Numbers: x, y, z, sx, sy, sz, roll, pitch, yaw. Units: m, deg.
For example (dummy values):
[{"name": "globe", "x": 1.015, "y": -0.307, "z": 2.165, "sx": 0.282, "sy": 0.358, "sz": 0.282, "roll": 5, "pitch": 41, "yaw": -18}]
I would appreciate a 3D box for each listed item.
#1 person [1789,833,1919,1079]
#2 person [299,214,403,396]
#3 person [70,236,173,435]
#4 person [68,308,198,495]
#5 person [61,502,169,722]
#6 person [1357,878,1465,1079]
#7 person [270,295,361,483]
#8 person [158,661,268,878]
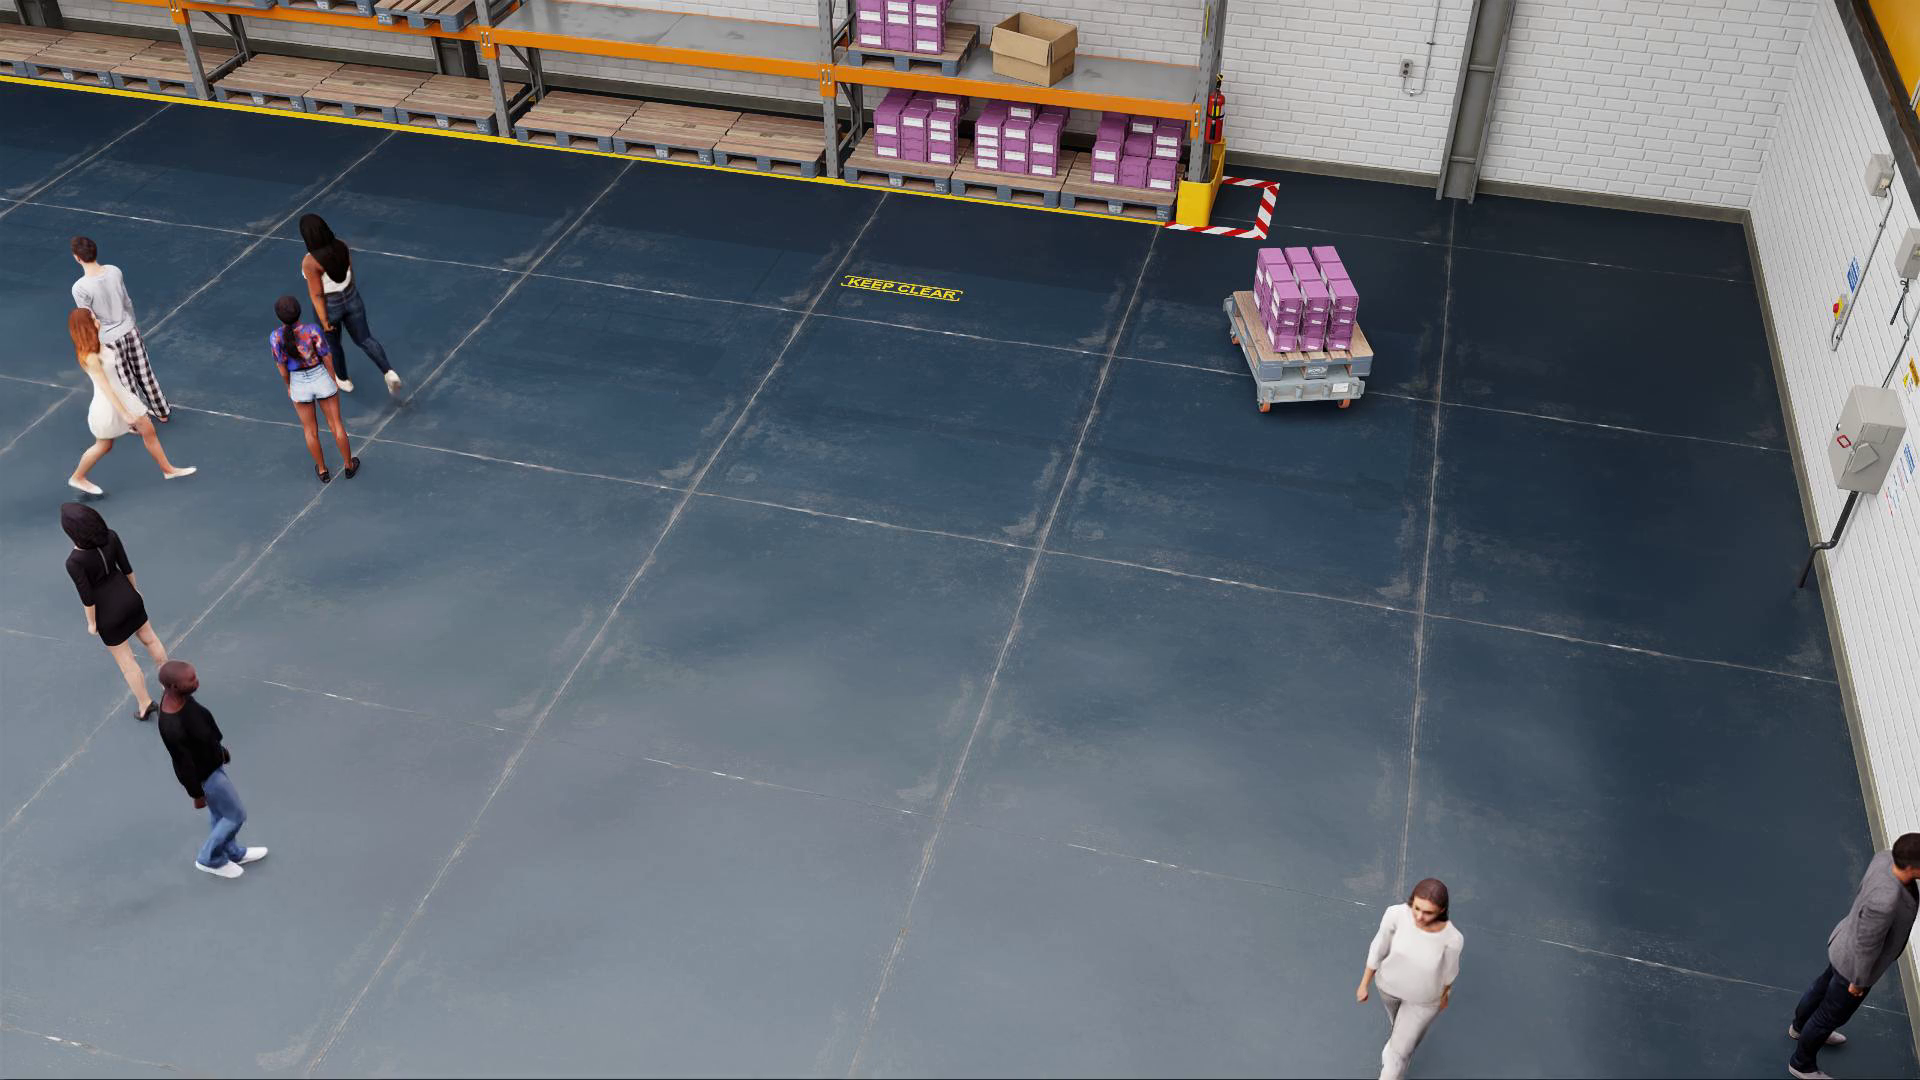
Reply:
[{"name": "person", "x": 4.926, "y": 2.263, "z": 9.095, "sx": 0.663, "sy": 1.874, "sz": 0.724, "roll": 17, "pitch": 42, "yaw": 20}, {"name": "person", "x": -5.350, "y": -2.007, "z": 14.515, "sx": 1.182, "sy": 1.783, "sz": 0.920, "roll": 25, "pitch": 45, "yaw": 28}, {"name": "person", "x": -7.165, "y": -1.736, "z": 14.125, "sx": 0.596, "sy": 1.846, "sz": 0.669, "roll": 17, "pitch": 42, "yaw": 21}, {"name": "person", "x": -6.950, "y": -1.069, "z": 13.428, "sx": 1.232, "sy": 1.674, "sz": 0.944, "roll": -8, "pitch": 39, "yaw": -10}, {"name": "person", "x": -5.763, "y": 0.485, "z": 11.375, "sx": 0.523, "sy": 1.807, "sz": 0.617, "roll": 14, "pitch": 41, "yaw": 17}, {"name": "person", "x": 2.486, "y": 2.383, "z": 9.125, "sx": 1.035, "sy": 1.649, "sz": 0.867, "roll": 20, "pitch": 43, "yaw": 24}, {"name": "person", "x": -5.296, "y": -1.243, "z": 13.591, "sx": 0.627, "sy": 1.743, "sz": 0.728, "roll": -11, "pitch": 40, "yaw": -14}, {"name": "person", "x": -4.743, "y": 1.444, "z": 10.233, "sx": 0.797, "sy": 1.734, "sz": 0.744, "roll": -15, "pitch": 41, "yaw": -18}]
